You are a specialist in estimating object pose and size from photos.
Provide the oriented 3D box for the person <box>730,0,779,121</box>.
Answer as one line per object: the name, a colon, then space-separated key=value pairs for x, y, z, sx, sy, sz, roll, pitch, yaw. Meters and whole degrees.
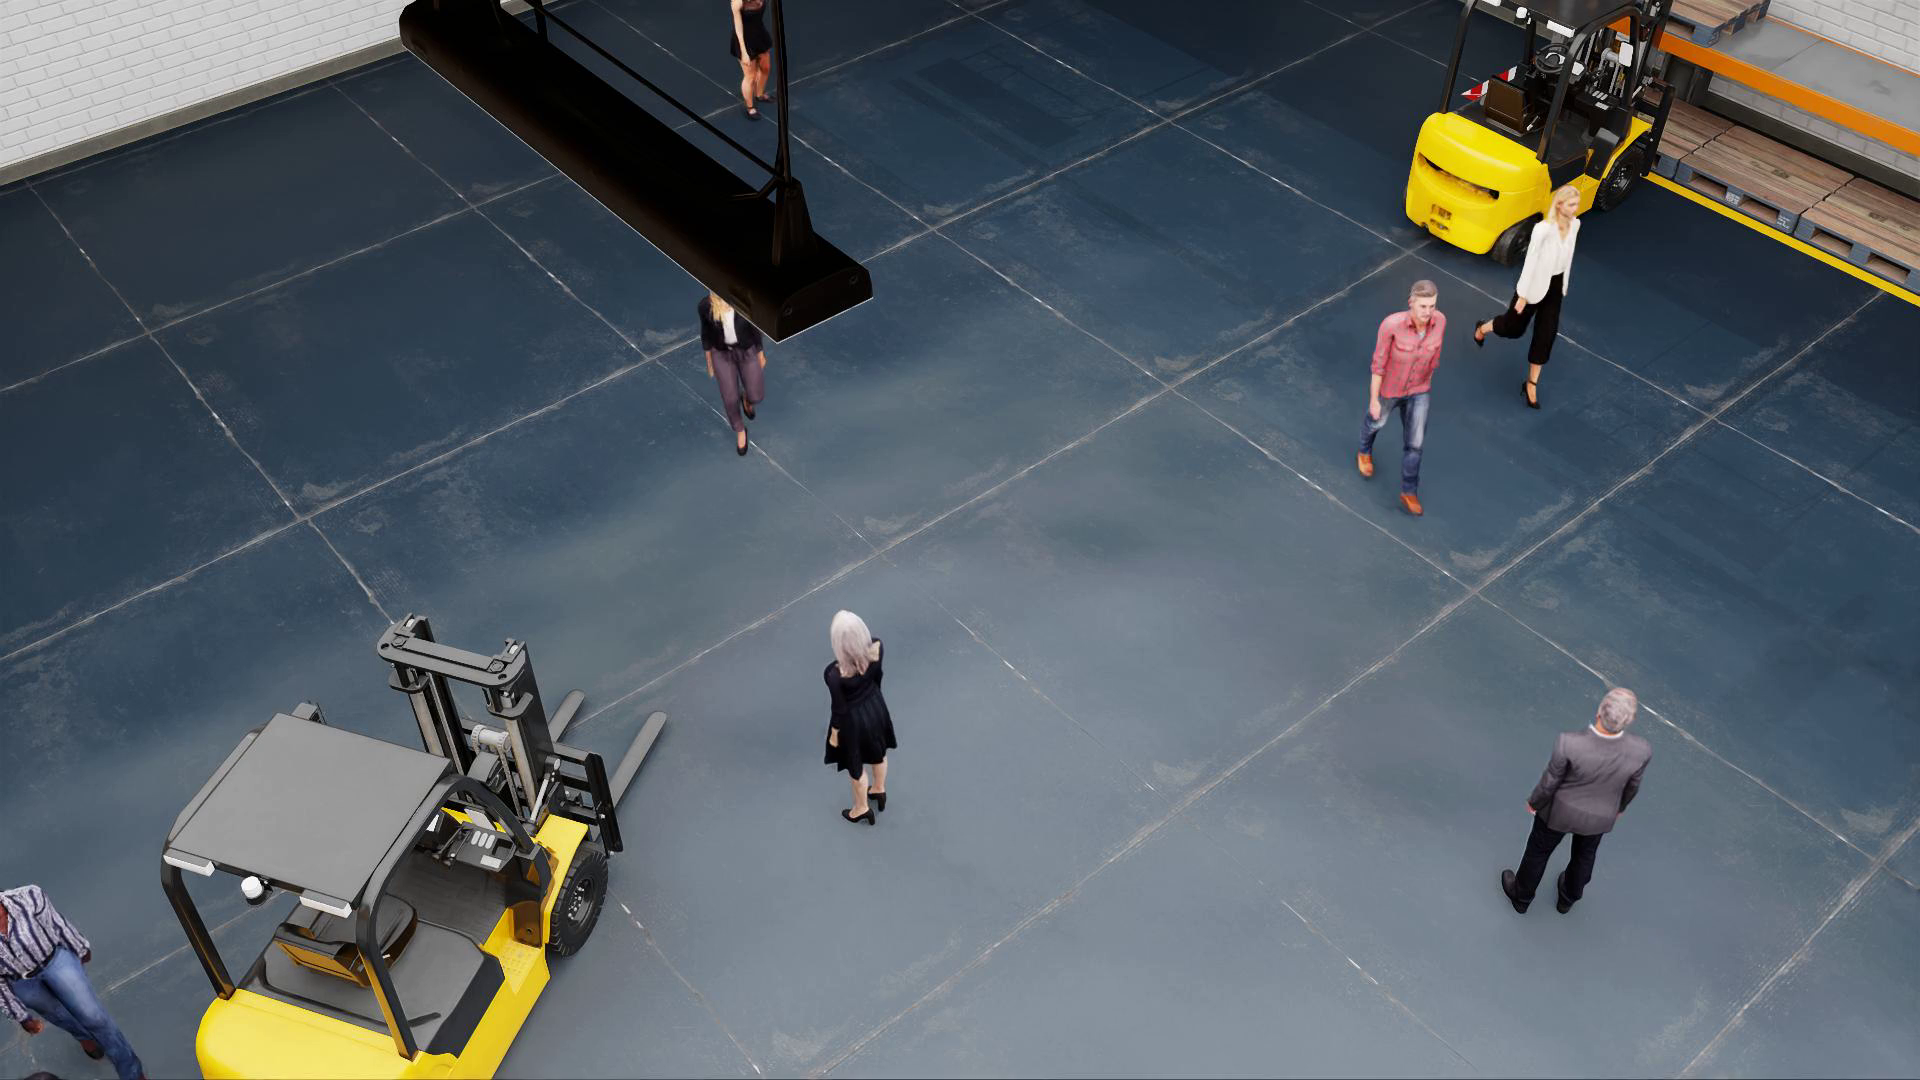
person: x=-2.013 y=-4.800 z=15.895 sx=0.681 sy=1.653 sz=0.743 roll=16 pitch=46 yaw=17

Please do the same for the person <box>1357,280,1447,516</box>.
person: x=3.125 y=-1.152 z=11.962 sx=1.072 sy=1.796 sz=1.222 roll=-4 pitch=44 yaw=-4

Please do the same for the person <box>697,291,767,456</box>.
person: x=-1.665 y=-1.378 z=12.300 sx=0.769 sy=1.656 sz=0.839 roll=-7 pitch=44 yaw=-7

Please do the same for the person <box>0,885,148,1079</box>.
person: x=-4.742 y=2.172 z=8.495 sx=0.646 sy=1.766 sz=0.916 roll=-32 pitch=52 yaw=-29

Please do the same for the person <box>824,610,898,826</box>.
person: x=-0.592 y=1.045 z=9.691 sx=0.605 sy=1.747 sz=0.628 roll=32 pitch=52 yaw=29

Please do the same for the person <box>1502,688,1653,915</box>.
person: x=3.420 y=1.453 z=9.194 sx=0.795 sy=1.842 sz=0.844 roll=2 pitch=44 yaw=2

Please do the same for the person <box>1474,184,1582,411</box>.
person: x=4.360 y=-1.917 z=12.740 sx=0.847 sy=1.830 sz=1.202 roll=-17 pitch=46 yaw=-17
